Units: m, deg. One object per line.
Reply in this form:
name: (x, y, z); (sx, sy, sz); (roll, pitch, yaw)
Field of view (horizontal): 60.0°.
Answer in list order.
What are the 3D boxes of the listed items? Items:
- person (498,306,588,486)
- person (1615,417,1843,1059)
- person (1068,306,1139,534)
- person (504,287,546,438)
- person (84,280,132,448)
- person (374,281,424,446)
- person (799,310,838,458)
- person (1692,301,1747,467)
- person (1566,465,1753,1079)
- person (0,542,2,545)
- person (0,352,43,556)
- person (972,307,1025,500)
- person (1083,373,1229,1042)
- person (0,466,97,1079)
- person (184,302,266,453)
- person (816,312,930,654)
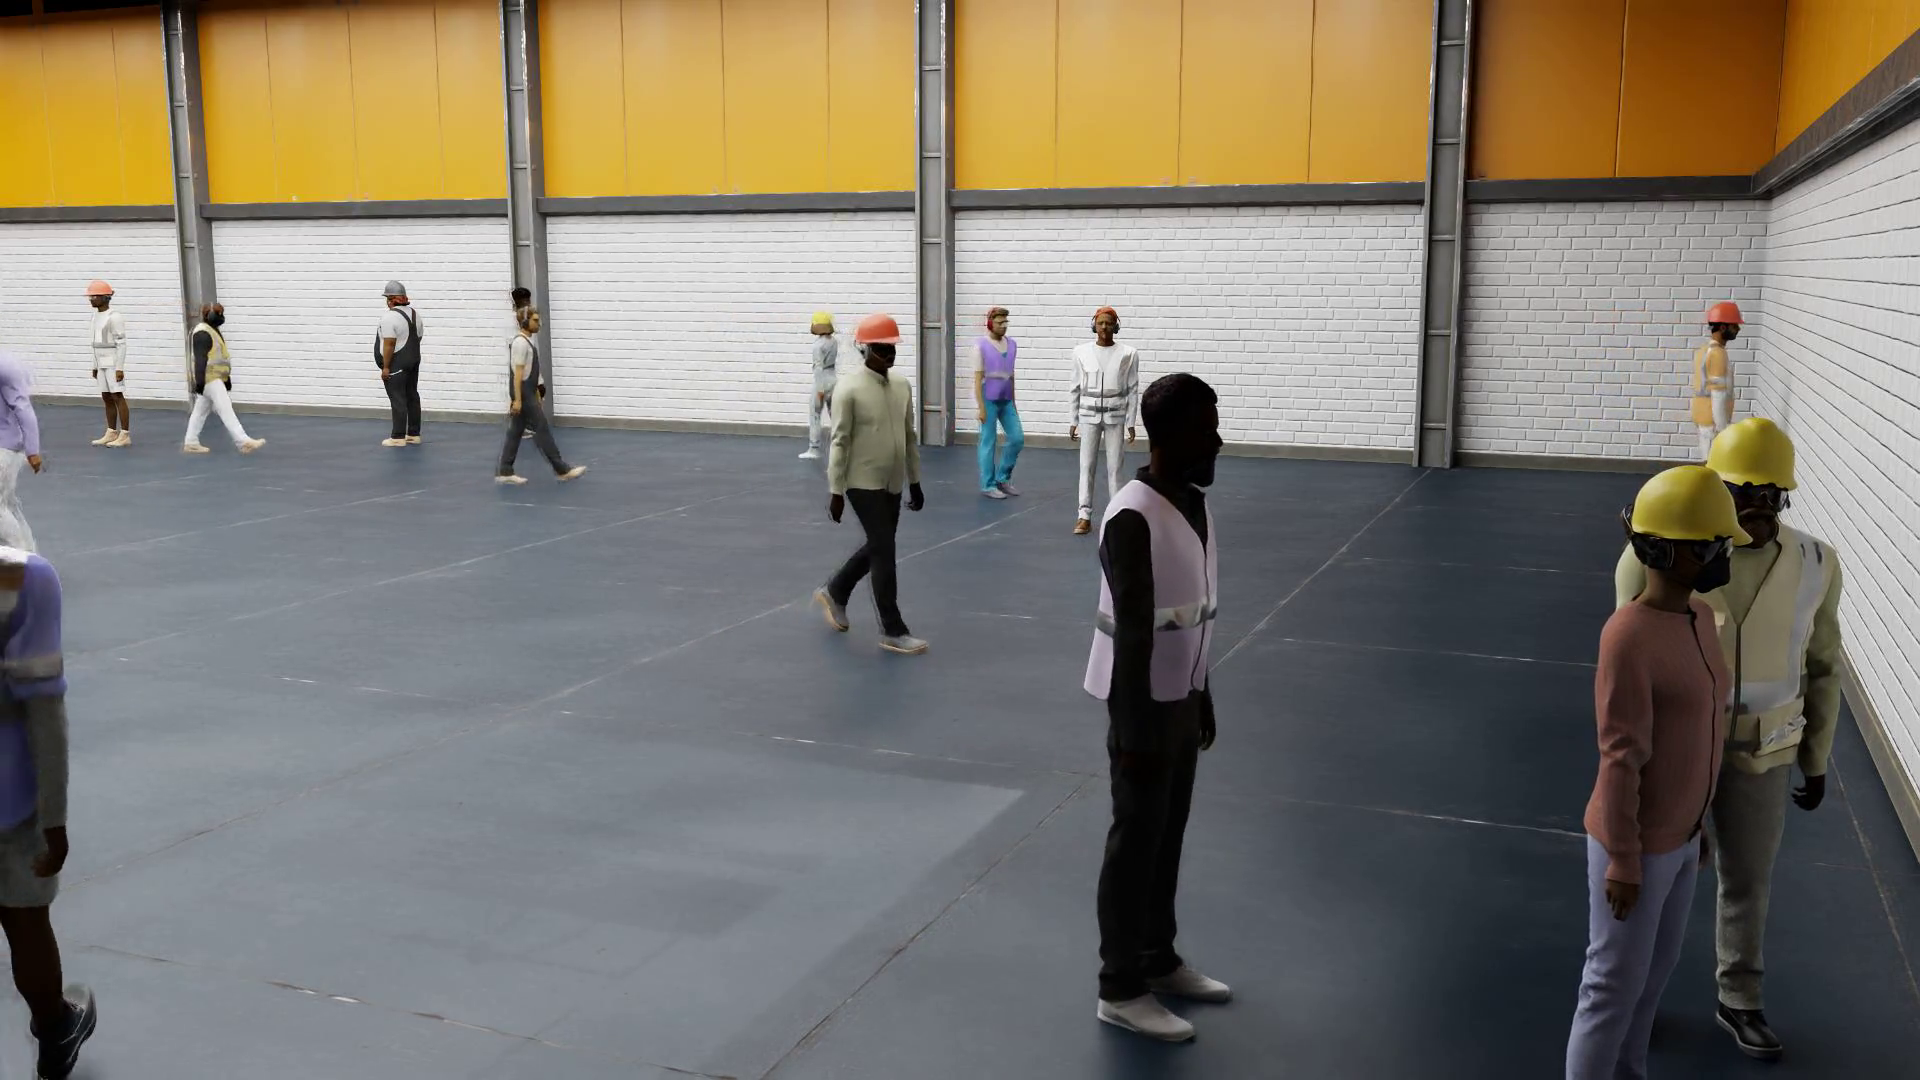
person: (-4.253, -1.444, 16.790); (0.939, 1.803, 0.544); (-2, 10, -13)
person: (2.118, 0.562, 4.635); (0.606, 1.821, 0.417); (2, 10, 12)
person: (1.182, -0.981, 13.761); (0.576, 1.885, 0.355); (1, 9, 9)
person: (-5.556, -2.268, 21.362); (0.591, 1.942, 0.627); (2, 10, 13)
person: (-10.430, -2.146, 20.333); (0.605, 2.045, 0.388); (7, 12, 36)
person: (-6.981, -2.187, 20.597); (0.538, 2.000, 0.684); (3, 10, 16)
person: (-1.484, -1.773, 19.048); (0.753, 1.718, 0.485); (5, 11, 28)
person: (6.234, -0.996, 13.729); (0.381, 1.944, 0.549); (3, 10, 17)
person: (1.650, 0.702, 3.922); (0.310, 1.768, 0.533); (8, 12, 41)
person: (-7.224, -0.665, 11.885); (0.905, 1.882, 0.610); (2, 10, 10)
person: (-6.552, -0.566, 11.250); (0.717, 1.889, 0.552); (5, 11, 27)
person: (0.365, -1.289, 15.783); (0.612, 1.827, 0.509); (-9, 13, -44)
person: (0.574, 0.471, 4.867); (0.391, 1.917, 0.591); (5, 10, 26)
person: (-2.481, 0.600, 4.152); (0.566, 1.884, 0.972); (-3, 10, -15)
person: (-8.780, -1.908, 19.674); (0.983, 1.785, 0.641); (-2, 10, -12)
person: (-0.547, -0.350, 9.712); (0.918, 1.967, 0.624); (7, 12, 38)
